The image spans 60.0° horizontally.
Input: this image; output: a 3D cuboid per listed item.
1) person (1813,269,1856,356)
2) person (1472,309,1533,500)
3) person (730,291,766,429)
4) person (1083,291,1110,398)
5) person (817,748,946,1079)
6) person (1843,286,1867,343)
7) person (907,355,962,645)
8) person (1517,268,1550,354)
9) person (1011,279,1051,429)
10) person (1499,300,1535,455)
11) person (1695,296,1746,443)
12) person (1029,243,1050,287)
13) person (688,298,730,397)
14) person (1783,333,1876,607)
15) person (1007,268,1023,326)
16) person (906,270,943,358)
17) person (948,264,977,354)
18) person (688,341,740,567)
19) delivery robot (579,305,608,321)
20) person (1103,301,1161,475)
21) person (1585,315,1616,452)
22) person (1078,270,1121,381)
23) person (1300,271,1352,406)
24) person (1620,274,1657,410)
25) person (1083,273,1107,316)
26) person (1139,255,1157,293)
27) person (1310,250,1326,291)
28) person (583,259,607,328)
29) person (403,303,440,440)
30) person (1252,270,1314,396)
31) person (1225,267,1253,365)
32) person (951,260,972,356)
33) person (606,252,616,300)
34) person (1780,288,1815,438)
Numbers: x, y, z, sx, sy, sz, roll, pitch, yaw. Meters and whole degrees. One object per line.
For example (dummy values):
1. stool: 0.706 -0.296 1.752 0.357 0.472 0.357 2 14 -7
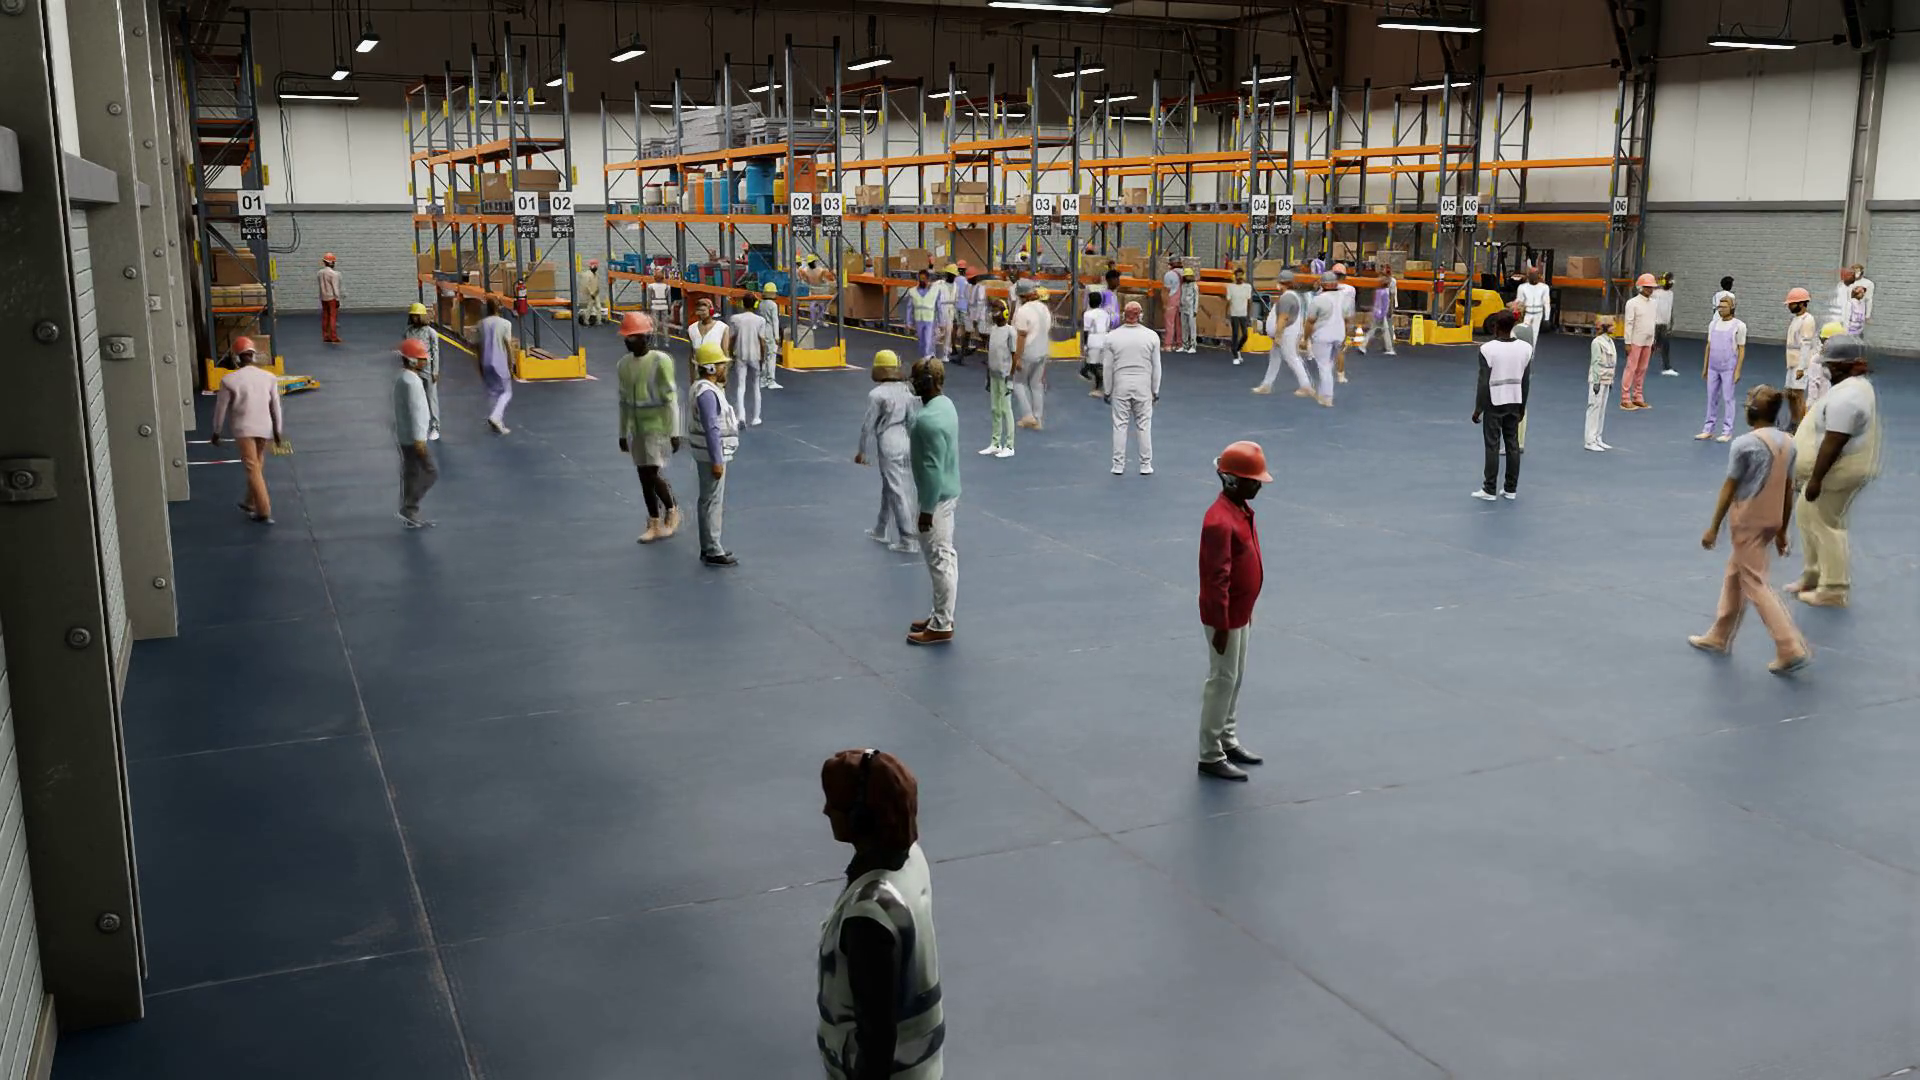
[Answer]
1. person: 16.390 -4.133 31.072 0.902 1.847 0.569 9 14 37
2. person: 5.446 -1.354 16.725 0.589 1.920 0.392 -3 12 -16
3. person: -2.866 -2.425 22.382 0.523 1.843 0.875 0 11 0
4. person: 2.174 -3.024 25.827 0.544 1.676 0.531 -11 15 -43
5. person: -0.188 1.290 3.997 0.314 1.639 0.517 1 11 7
6. person: 15.443 -3.579 28.777 0.520 1.632 0.322 -7 13 -31
7. person: -0.181 -0.263 11.130 0.377 1.940 0.628 1 11 7
8. person: 10.685 -4.131 30.993 0.601 1.846 0.875 2 11 10
9. person: 0.907 -2.478 22.124 0.536 2.000 0.717 9 14 38
10. person: 6.620 -1.919 19.784 0.390 1.845 0.564 8 14 35
11. person: 9.600 -2.151 20.961 0.338 1.845 0.514 -7 13 -32
12. person: 2.307 -7.843 49.524 0.659 1.999 0.918 -5 12 -24
13. person: -3.074 -2.050 20.465 0.560 1.838 0.385 5 12 22
14. person: 6.348 -0.533 12.239 0.622 2.000 0.723 8 14 34
15. person: 1.060 -4.179 31.281 0.344 1.841 0.506 7 13 30
16. person: -0.658 -3.844 29.508 0.621 1.866 1.007 3 12 15
17. person: -0.039 -4.723 34.040 0.667 1.843 1.024 -7 13 -32
18. person: -2.016 -0.704 13.630 0.404 1.837 0.588 -3 12 -15
19. delivery robot: -9.437 -5.865 42.886 0.707 0.478 0.477 -10 15 -42
20. person: 1.892 -1.664 18.326 0.639 1.911 0.406 1 11 6
21. person: 7.800 -1.907 20.232 0.305 1.645 0.523 8 14 37
22. person: 2.508 -3.644 28.397 1.008 1.924 0.613 4 12 19
23. person: 5.458 -3.076 25.161 0.687 2.000 0.950 -6 12 -26
24. person: 9.991 -2.903 24.398 0.623 1.992 0.391 -6 13 -30
25. person: 2.878 -4.831 35.147 0.520 1.619 0.588 -2 11 -11
26. person: 5.220 -6.986 45.853 0.570 1.725 0.723 -5 12 -23
27. person: 10.187 -7.267 46.973 0.625 1.844 0.429 -6 13 -29
28. person: -9.224 -6.182 41.820 0.542 1.714 0.590 5 12 22
29. person: -6.868 -2.144 21.183 0.486 1.746 0.290 2 11 11
30. person: 5.179 -3.308 26.344 0.997 2.000 0.685 4 12 18
31. person: 5.315 -4.269 31.697 0.545 1.852 0.436 -2 11 -8
32. person: 0.035 -4.703 33.724 0.546 1.928 0.384 5 12 22
33. person: -9.865 -7.243 47.081 0.365 1.776 0.533 1 11 6
34. person: 10.715 -2.262 21.338 0.390 1.924 0.548 2 11 9
